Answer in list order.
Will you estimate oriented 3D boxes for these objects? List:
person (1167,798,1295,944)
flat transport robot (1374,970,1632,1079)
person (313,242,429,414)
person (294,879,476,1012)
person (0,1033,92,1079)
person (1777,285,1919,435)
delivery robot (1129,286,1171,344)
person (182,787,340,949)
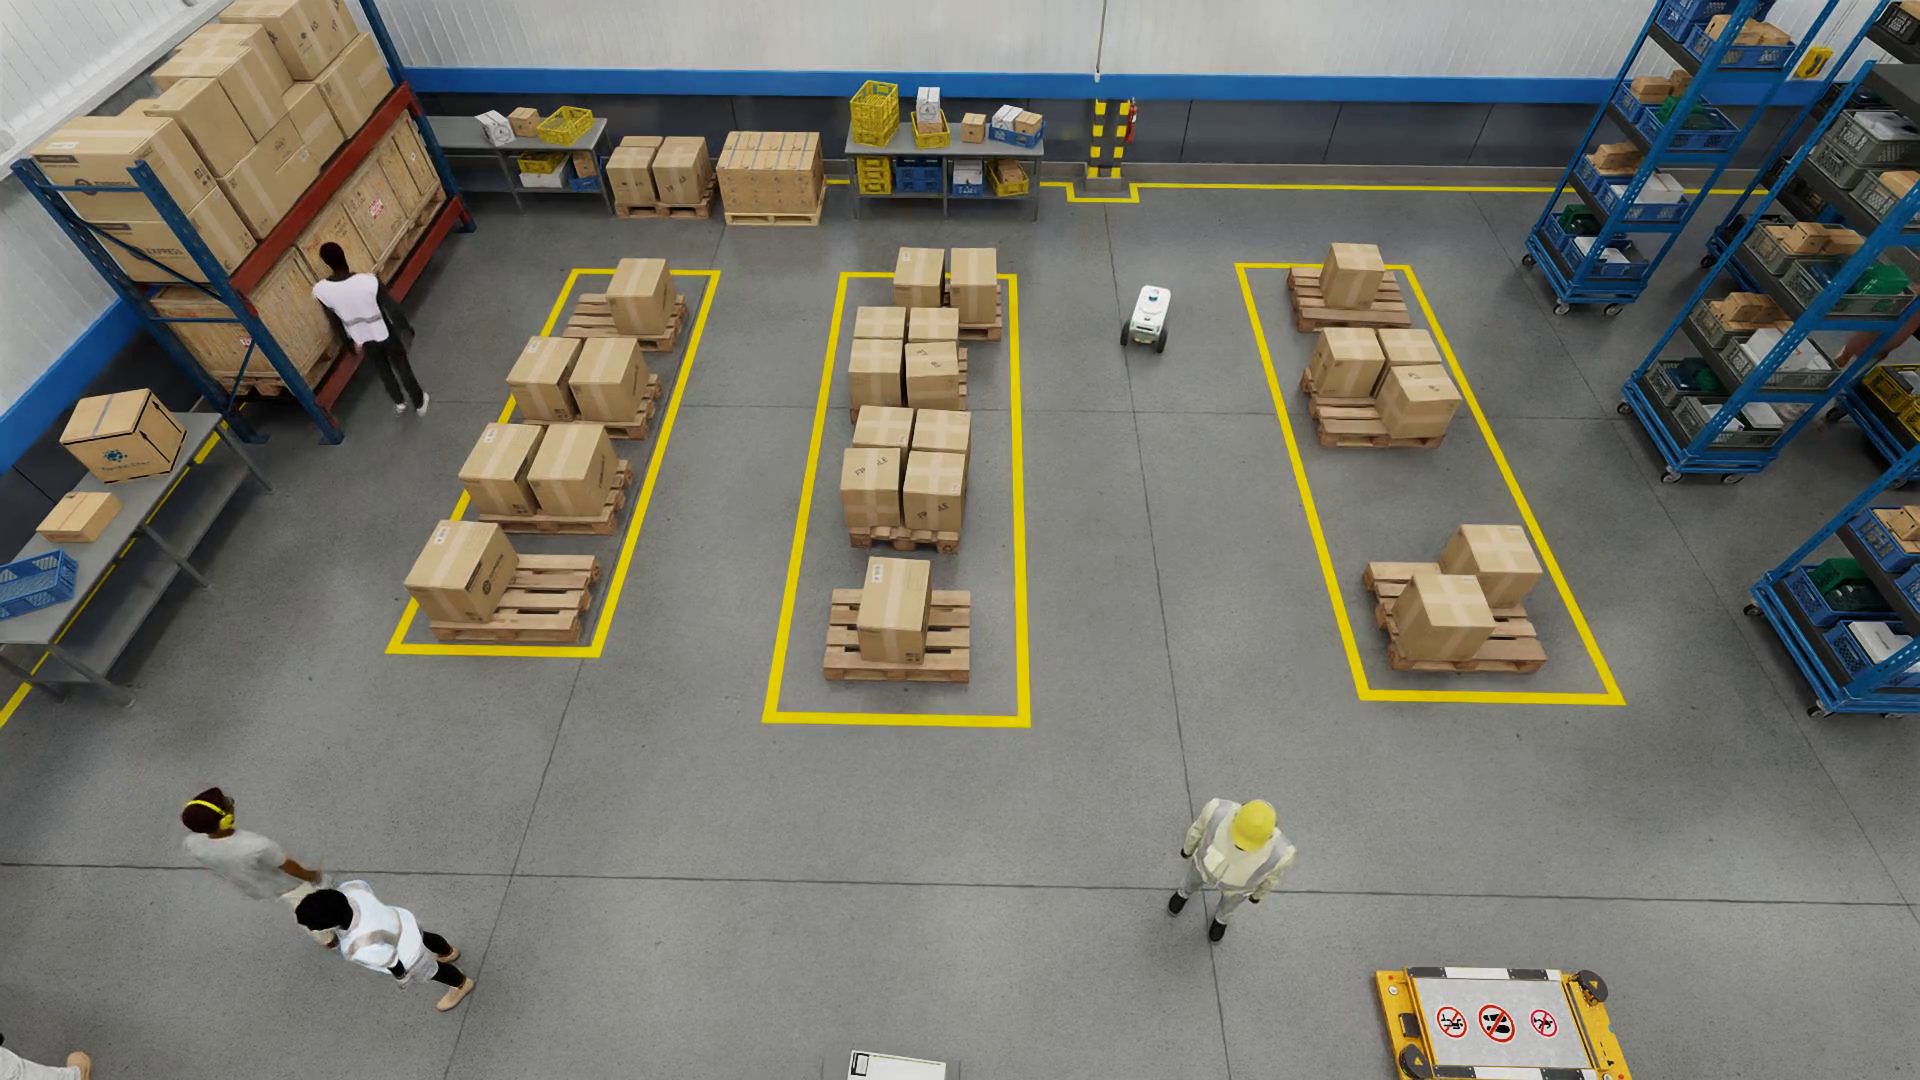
[{"bbox_3d":[1.671,2.068,5.787,0.589,1.824,0.403,31,57,23],"label":"person"},{"bbox_3d":[3.501,3.133,5.914,1.431,0.197,0.652,1,51,1],"label":"flat transport robot"},{"bbox_3d":[-5.801,-2.049,9.097,0.612,1.897,0.446,-11,52,-9],"label":"person"},{"bbox_3d":[-3.435,2.452,5.555,0.321,1.696,0.530,-30,57,-22],"label":"person"},{"bbox_3d":[-5.722,2.945,5.065,0.429,1.836,0.627,36,59,26],"label":"person"},{"bbox_3d":[8.815,-1.847,8.870,0.623,1.992,0.397,-13,52,-10],"label":"person"},{"bbox_3d":[2.143,-2.568,10.321,0.477,0.478,0.707,14,52,11],"label":"delivery robot"},{"bbox_3d":[-4.261,2.103,5.751,0.553,1.848,0.409,5,51,4],"label":"person"}]
